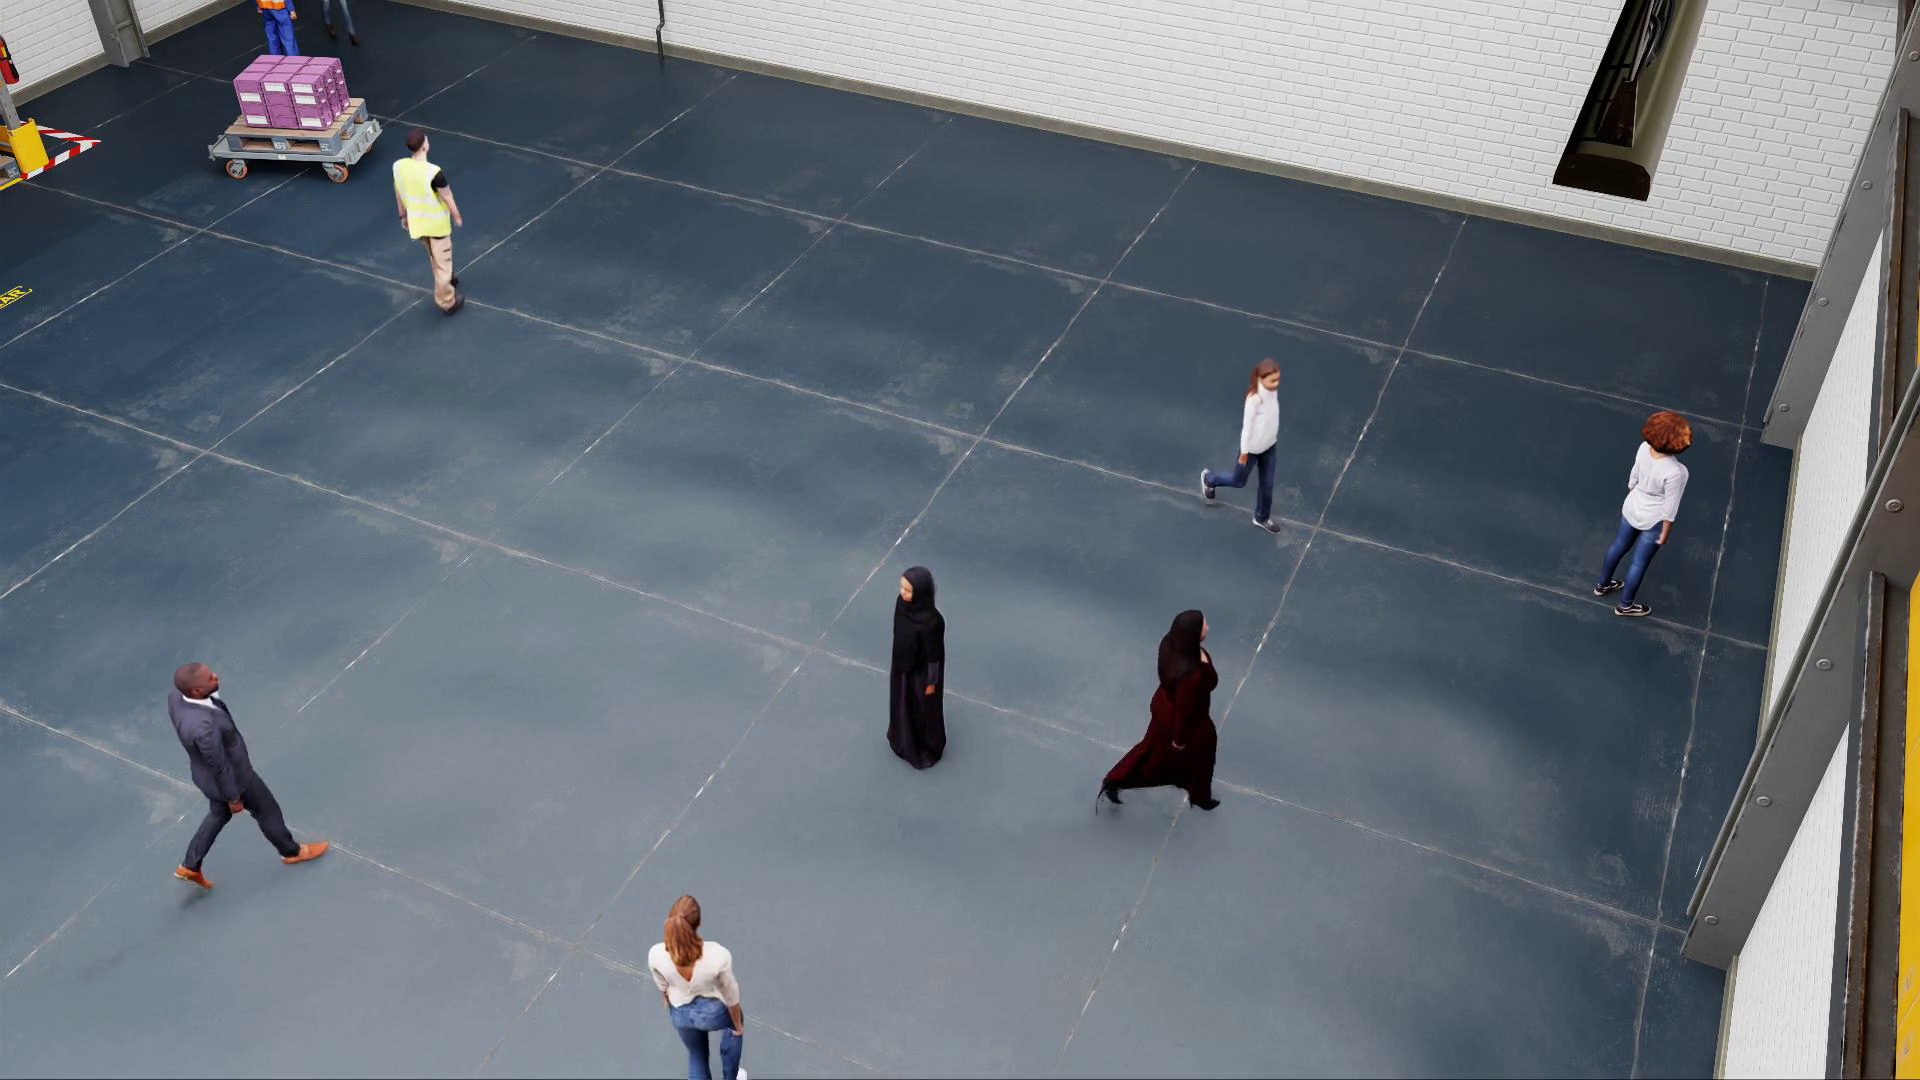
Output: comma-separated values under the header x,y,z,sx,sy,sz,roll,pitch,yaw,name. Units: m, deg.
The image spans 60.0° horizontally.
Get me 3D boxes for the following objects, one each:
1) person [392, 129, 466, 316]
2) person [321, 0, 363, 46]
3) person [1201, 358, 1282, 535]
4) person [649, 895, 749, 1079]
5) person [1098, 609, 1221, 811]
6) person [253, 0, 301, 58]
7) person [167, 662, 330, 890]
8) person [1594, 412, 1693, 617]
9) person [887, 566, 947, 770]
x,y,z,sx,sy,sz,roll,pitch,yaw,name
-4.991,-2.937,15.572,0.747,1.827,0.879,13,40,15,person
-7.982,-7.047,20.896,1.105,1.606,0.953,-27,46,-30,person
2.277,-0.782,13.104,0.980,1.540,0.832,-30,47,-32,person
-1.374,2.562,8.779,0.717,1.711,0.740,3,39,3,person
1.299,1.136,10.553,1.088,1.728,1.102,-7,39,-9,person
-8.156,-6.330,19.792,0.710,1.863,0.613,13,40,16,person
-4.535,1.459,10.091,1.228,1.798,0.999,-28,46,-30,person
5.045,-0.207,12.245,0.812,1.713,0.748,-12,40,-14,person
-0.276,0.818,11.041,0.749,1.616,0.715,-22,43,-25,person
